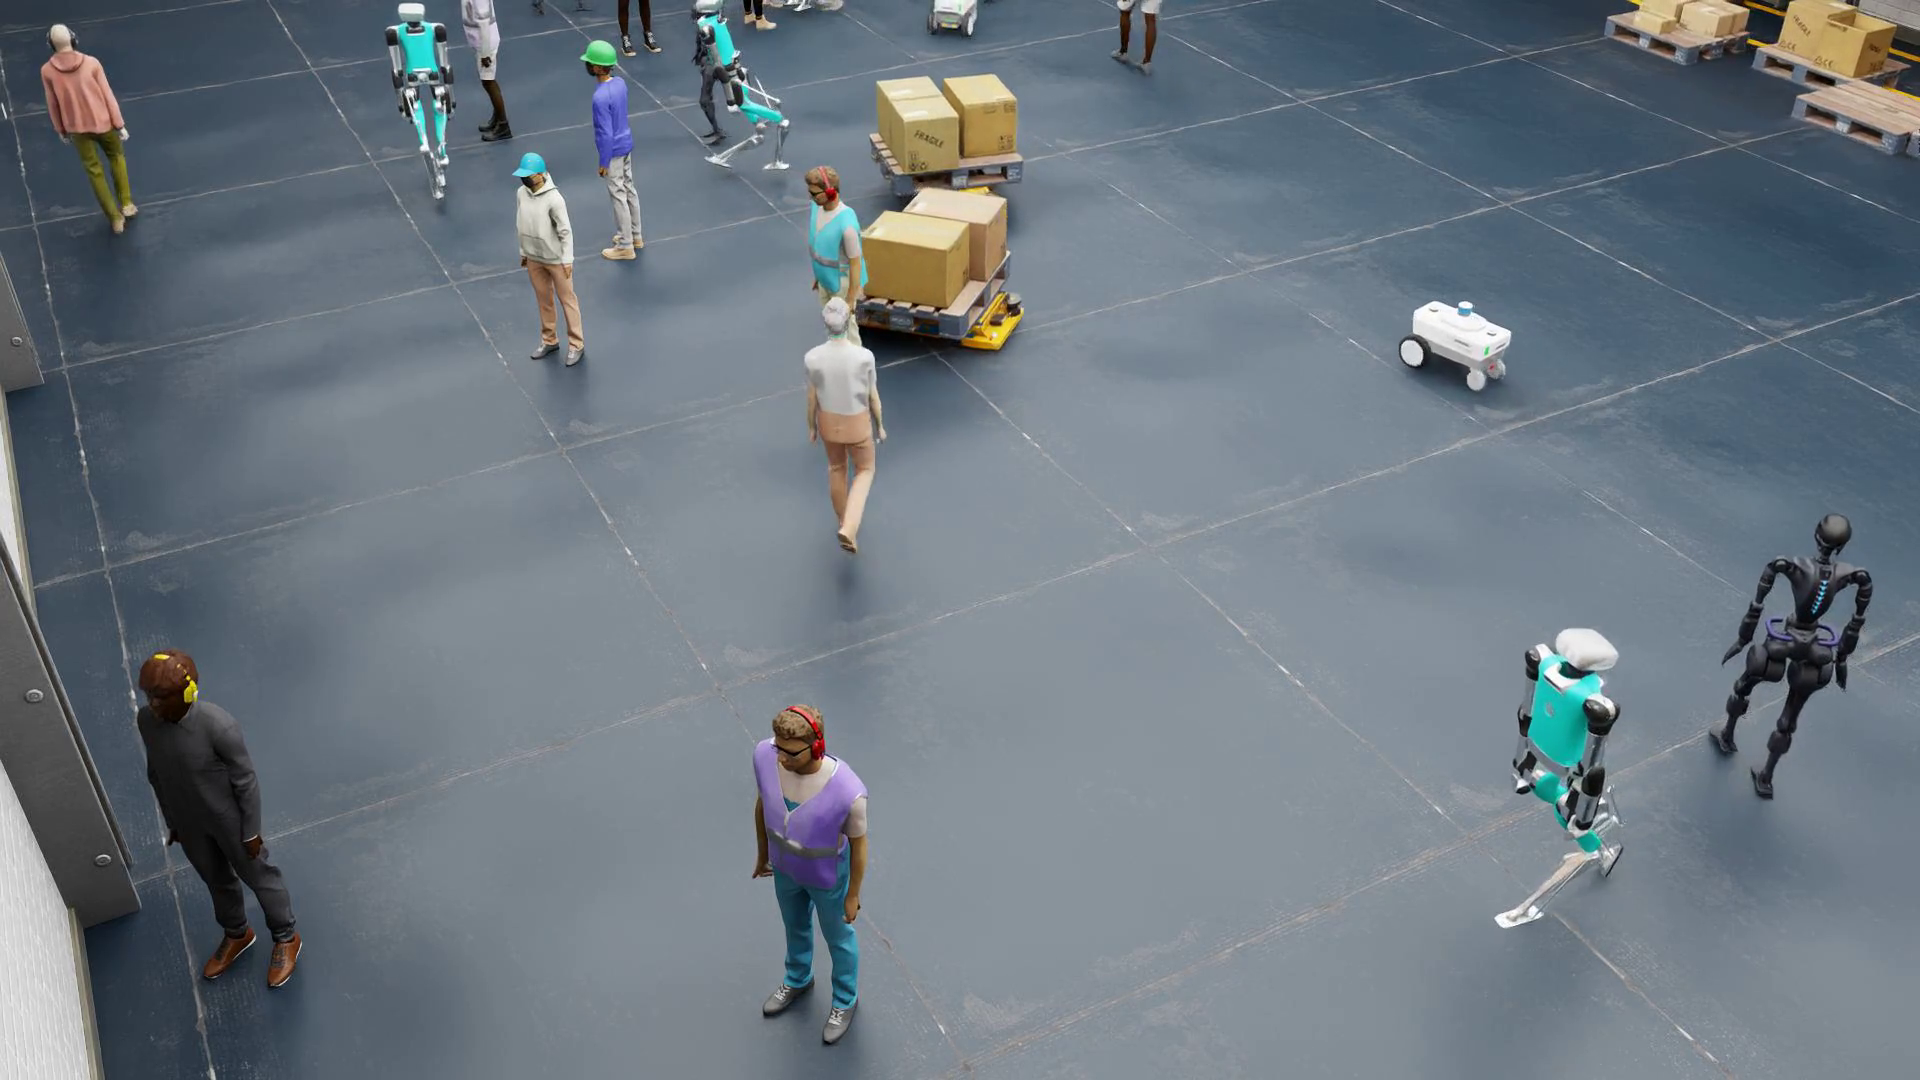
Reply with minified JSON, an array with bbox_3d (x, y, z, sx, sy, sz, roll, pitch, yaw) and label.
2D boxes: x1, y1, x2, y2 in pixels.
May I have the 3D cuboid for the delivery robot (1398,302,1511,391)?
[{"bbox_3d":[3.785,-1.531,12.633,0.499,0.571,0.756,-27,43,-33],"label":"delivery robot"}]

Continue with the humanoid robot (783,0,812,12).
[{"bbox_3d":[-1.850,-7.049,19.385,0.735,1.675,0.533,-19,39,-25],"label":"humanoid robot"}]

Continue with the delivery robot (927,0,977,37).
[{"bbox_3d":[-0.052,-6.179,19.298,0.499,0.604,0.808,9,36,13],"label":"delivery robot"}]

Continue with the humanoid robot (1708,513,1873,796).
[{"bbox_3d":[4.353,0.553,8.706,0.609,1.639,0.567,8,36,11],"label":"humanoid robot"}]

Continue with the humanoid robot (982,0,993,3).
[{"bbox_3d":[0.335,-7.303,19.933,0.412,1.660,0.600,24,42,30],"label":"humanoid robot"}]

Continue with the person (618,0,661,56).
[{"bbox_3d":[-3.622,-6.321,18.275,0.605,1.958,0.374,-18,39,-24],"label":"person"}]

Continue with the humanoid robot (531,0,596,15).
[{"bbox_3d":[-4.758,-7.008,19.527,0.728,1.632,0.588,-5,35,-7],"label":"humanoid robot"}]

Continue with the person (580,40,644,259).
[{"bbox_3d":[-2.923,-3.275,13.996,0.341,1.875,0.460,7,36,10],"label":"person"}]

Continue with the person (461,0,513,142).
[{"bbox_3d":[-4.681,-4.850,16.200,0.384,1.928,0.550,-12,37,-16],"label":"person"}]

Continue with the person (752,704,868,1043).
[{"bbox_3d":[-0.646,1.435,7.292,0.565,1.846,0.390,18,39,24],"label":"person"}]

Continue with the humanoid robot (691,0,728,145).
[{"bbox_3d":[-2.480,-4.716,16.217,0.374,1.652,0.601,-12,37,-17],"label":"humanoid robot"}]

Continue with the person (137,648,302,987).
[{"bbox_3d":[-3.371,1.262,7.514,0.495,1.877,0.356,6,35,9],"label":"person"}]

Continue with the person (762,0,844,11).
[{"bbox_3d":[-1.940,-7.171,19.599,1.008,1.838,0.576,1,35,2],"label":"person"}]

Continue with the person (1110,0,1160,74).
[{"bbox_3d":[1.940,-6.064,17.936,0.606,1.907,0.801,-13,37,-18],"label":"person"}]

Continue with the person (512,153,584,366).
[{"bbox_3d":[-3.104,-2.112,12.505,0.469,1.675,0.375,14,37,19],"label":"person"}]

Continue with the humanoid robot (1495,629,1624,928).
[{"bbox_3d":[3.042,1.104,7.887,0.910,1.798,0.549,-13,37,-18],"label":"humanoid robot"}]

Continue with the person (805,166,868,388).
[{"bbox_3d":[-0.879,-1.823,11.952,0.401,1.836,0.562,-19,39,-25],"label":"person"}]

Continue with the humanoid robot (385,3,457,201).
[{"bbox_3d":[-4.777,-3.844,14.972,0.536,1.773,1.029,-10,36,-14],"label":"humanoid robot"}]

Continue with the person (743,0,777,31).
[{"bbox_3d":[-2.361,-6.734,19.085,0.317,1.694,0.539,-22,40,-28],"label":"person"}]

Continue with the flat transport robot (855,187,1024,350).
[{"bbox_3d":[-0.262,-1.848,13.354,1.431,0.231,0.659,11,37,16],"label":"flat transport robot"}]

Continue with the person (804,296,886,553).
[{"bbox_3d":[-0.729,-0.691,10.429,0.496,1.727,0.579,6,36,9],"label":"person"}]

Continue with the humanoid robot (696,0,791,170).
[{"bbox_3d":[-1.912,-4.153,15.366,1.034,1.694,0.540,3,35,4],"label":"humanoid robot"}]

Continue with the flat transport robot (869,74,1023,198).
[{"bbox_3d":[-0.130,-3.345,15.491,0.659,0.231,1.431,-9,36,-13],"label":"flat transport robot"}]

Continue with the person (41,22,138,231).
[{"bbox_3d":[-7.614,-3.633,14.548,0.568,1.818,0.601,-15,38,-20],"label":"person"}]
